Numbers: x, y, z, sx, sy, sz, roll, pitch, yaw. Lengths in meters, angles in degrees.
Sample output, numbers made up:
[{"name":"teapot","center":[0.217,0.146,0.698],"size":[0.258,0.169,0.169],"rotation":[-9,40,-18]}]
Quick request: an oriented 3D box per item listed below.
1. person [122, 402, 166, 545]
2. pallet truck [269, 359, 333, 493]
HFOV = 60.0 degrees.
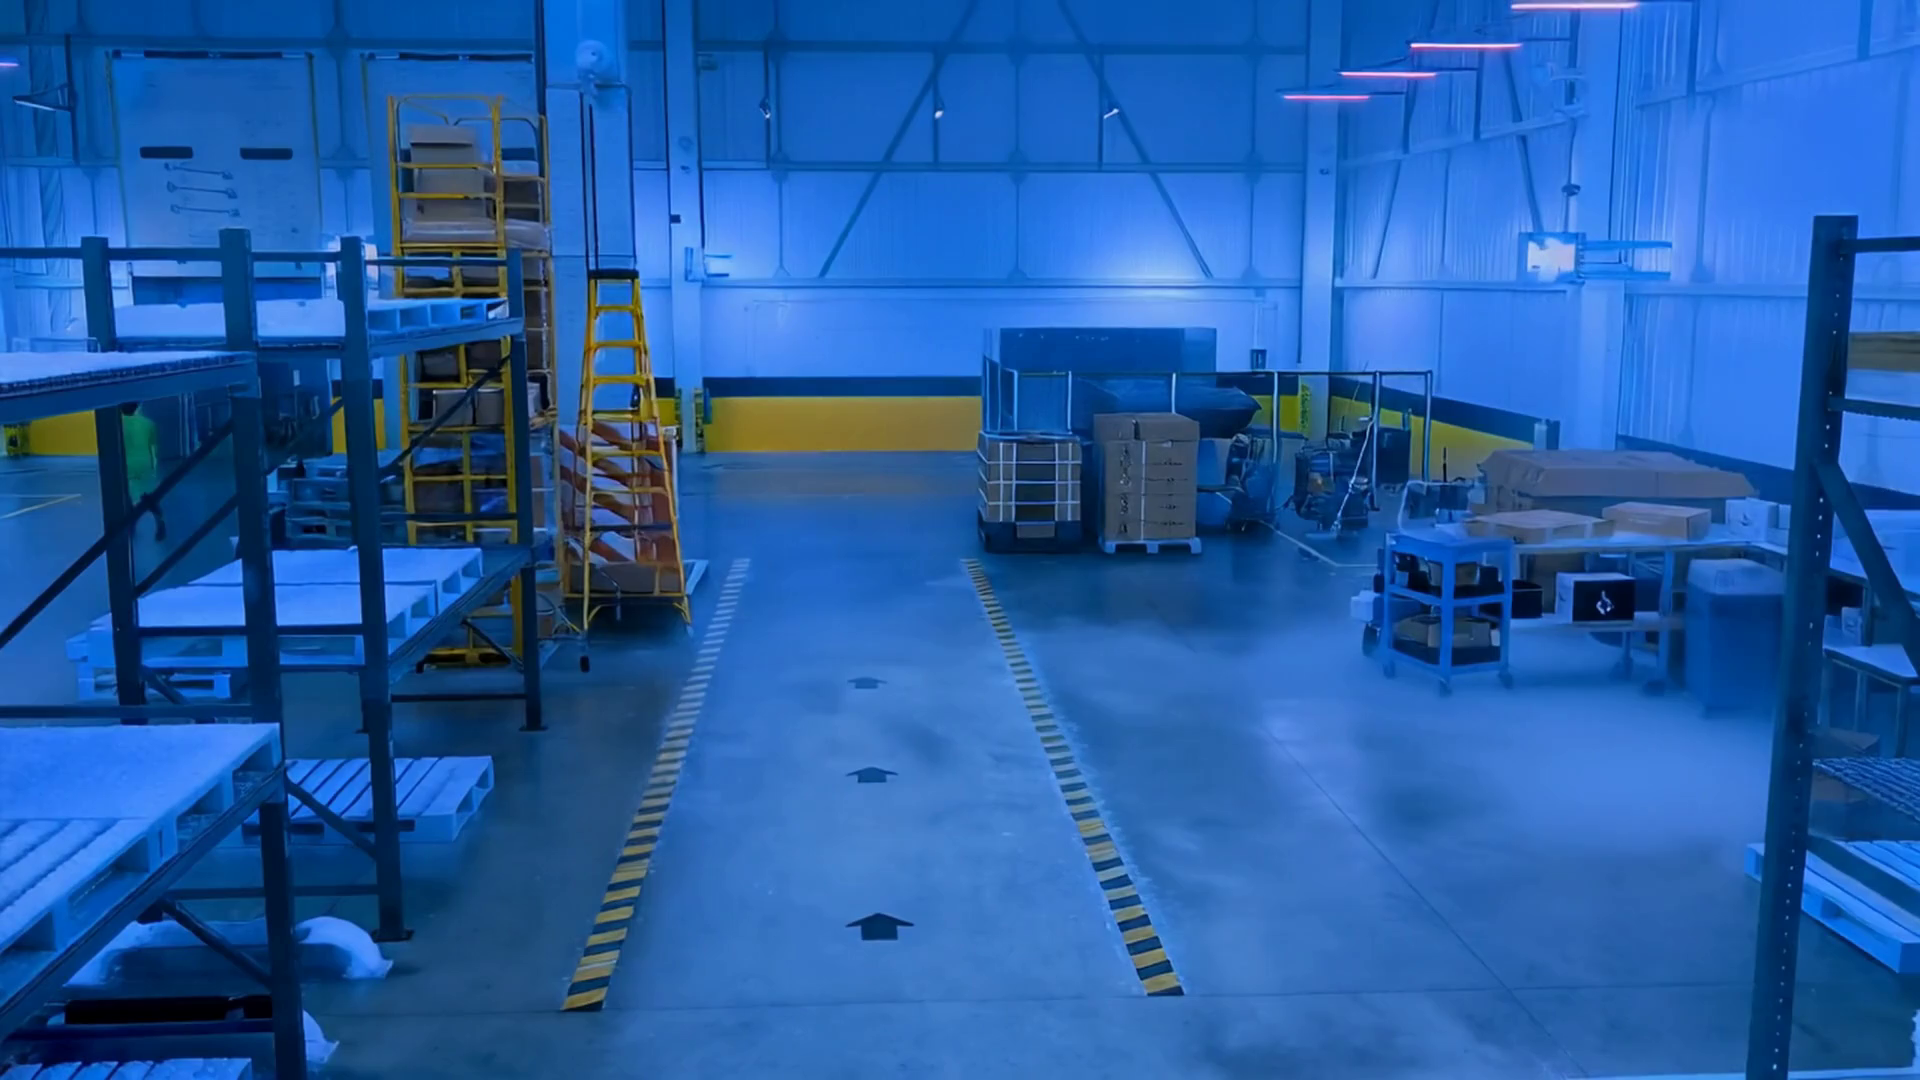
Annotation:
[{"name":"person","center":[-8.709,-0.749,17.611],"size":[0.678,1.678,0.537],"rotation":[8,12,40]},{"name":"pallet truck","center":[-7.062,-1.131,18.996],"size":[1.885,1.965,0.823],"rotation":[2,9,13]}]
